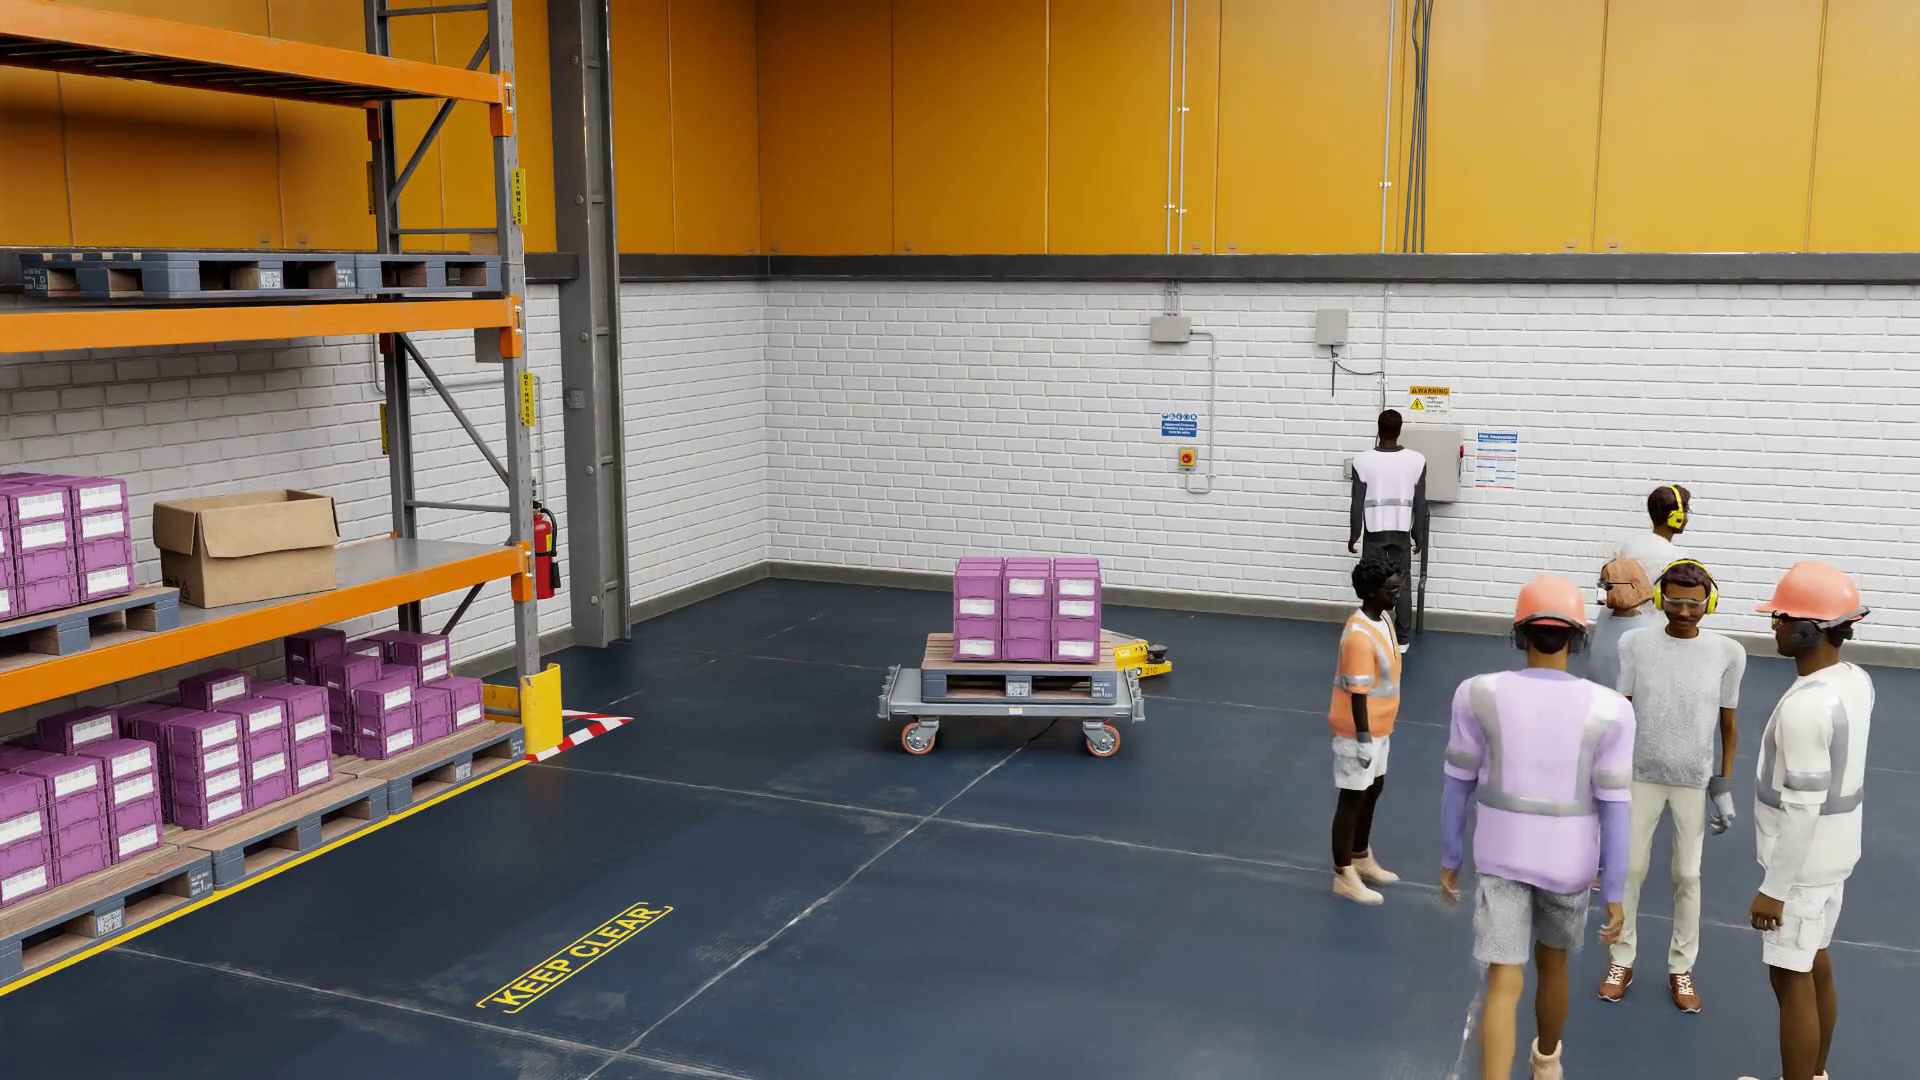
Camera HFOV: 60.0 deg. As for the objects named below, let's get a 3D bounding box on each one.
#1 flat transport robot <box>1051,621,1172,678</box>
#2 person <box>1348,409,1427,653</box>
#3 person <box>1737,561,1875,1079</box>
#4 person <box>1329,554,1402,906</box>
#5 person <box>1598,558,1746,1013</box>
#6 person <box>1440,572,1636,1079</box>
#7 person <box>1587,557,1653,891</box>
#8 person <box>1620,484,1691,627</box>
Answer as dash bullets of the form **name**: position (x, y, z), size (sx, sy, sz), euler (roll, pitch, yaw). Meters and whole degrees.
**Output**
- **flat transport robot**: position (0.883, 0.822, 12.655), size (0.652, 0.197, 1.431), euler (-7, 12, -35)
- **person**: position (3.341, -0.061, 13.023), size (0.587, 1.920, 0.391), euler (0, 9, 2)
- **person**: position (2.866, 1.085, 5.705), size (0.374, 2.044, 0.605), euler (8, 12, 40)
- **person**: position (1.928, 0.895, 7.925), size (0.322, 1.691, 0.542), euler (4, 10, 25)
- **person**: position (2.897, 0.994, 6.801), size (0.508, 1.864, 0.329), euler (4, 10, 22)
- **person**: position (1.966, 1.118, 5.737), size (0.620, 1.991, 1.044), euler (3, 10, 19)
- **person**: position (3.194, 0.888, 8.133), size (0.286, 1.633, 0.500), euler (-1, 9, -5)
- **person**: position (3.946, 0.606, 9.236), size (0.880, 1.834, 0.551), euler (-2, 10, -14)
